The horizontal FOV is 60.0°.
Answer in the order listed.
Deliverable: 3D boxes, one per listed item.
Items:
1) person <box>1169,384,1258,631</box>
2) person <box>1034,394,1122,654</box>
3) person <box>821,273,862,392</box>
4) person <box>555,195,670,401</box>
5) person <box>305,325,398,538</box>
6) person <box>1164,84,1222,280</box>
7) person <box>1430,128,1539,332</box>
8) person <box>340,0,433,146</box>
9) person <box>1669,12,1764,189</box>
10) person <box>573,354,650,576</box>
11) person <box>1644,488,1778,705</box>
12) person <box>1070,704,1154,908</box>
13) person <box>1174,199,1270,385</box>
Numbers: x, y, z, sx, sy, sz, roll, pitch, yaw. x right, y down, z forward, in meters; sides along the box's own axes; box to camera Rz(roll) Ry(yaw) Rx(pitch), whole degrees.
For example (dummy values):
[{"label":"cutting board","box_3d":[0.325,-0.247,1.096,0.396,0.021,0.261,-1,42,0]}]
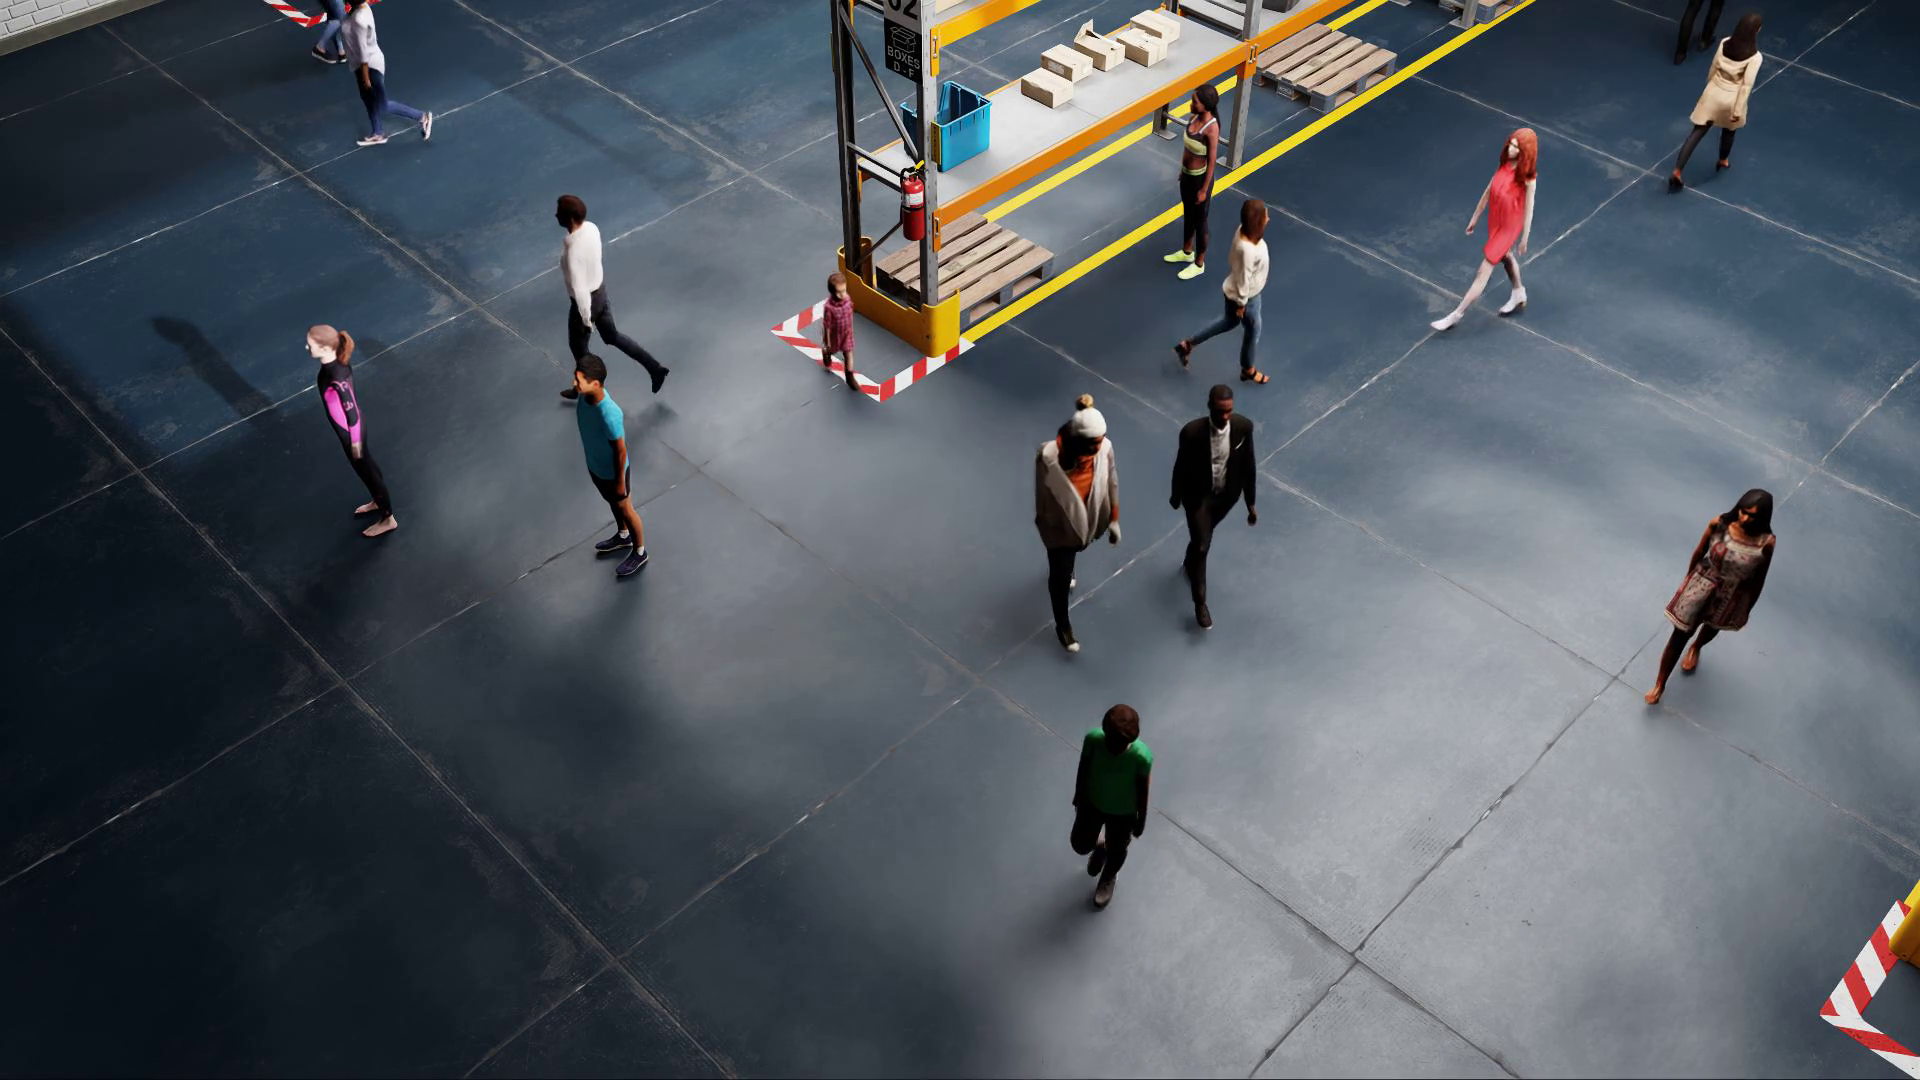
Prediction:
[{"label":"person","box_3d":[1.642,-0.355,11.102,1.045,1.777,1.003,-11,45,-12]},{"label":"person","box_3d":[0.729,-0.260,10.942,1.163,1.860,1.032,-13,45,-14]},{"label":"person","box_3d":[-0.963,-1.672,13.039,0.678,1.012,0.569,-25,49,-24]},{"label":"person","box_3d":[-2.702,-1.787,12.558,1.097,1.843,1.145,8,44,8]},{"label":"person","box_3d":[-4.235,-0.780,11.566,0.663,1.752,0.632,-17,46,-17]},{"label":"person","box_3d":[1.994,-3.010,13.906,0.643,1.753,0.637,-13,45,-14]},{"label":"person","box_3d":[4.431,-2.482,13.341,1.247,1.768,0.980,-12,45,-13]},{"label":"person","box_3d":[-5.394,-4.426,15.441,1.067,1.687,0.874,-14,45,-15]},{"label":"person","box_3d":[6.770,-3.891,14.918,1.121,1.634,0.802,-24,49,-23]},{"label":"person","box_3d":[-2.378,-0.522,11.279,0.564,1.774,0.657,-26,49,-25]},{"label":"person","box_3d":[4.860,0.262,10.570,0.781,1.617,1.047,22,48,22]},{"label":"person","box_3d":[0.876,1.411,9.347,0.716,1.641,0.769,19,47,19]},{"label":"person","box_3d":[2.091,-1.907,12.819,1.062,1.657,1.006,1,44,1]}]
